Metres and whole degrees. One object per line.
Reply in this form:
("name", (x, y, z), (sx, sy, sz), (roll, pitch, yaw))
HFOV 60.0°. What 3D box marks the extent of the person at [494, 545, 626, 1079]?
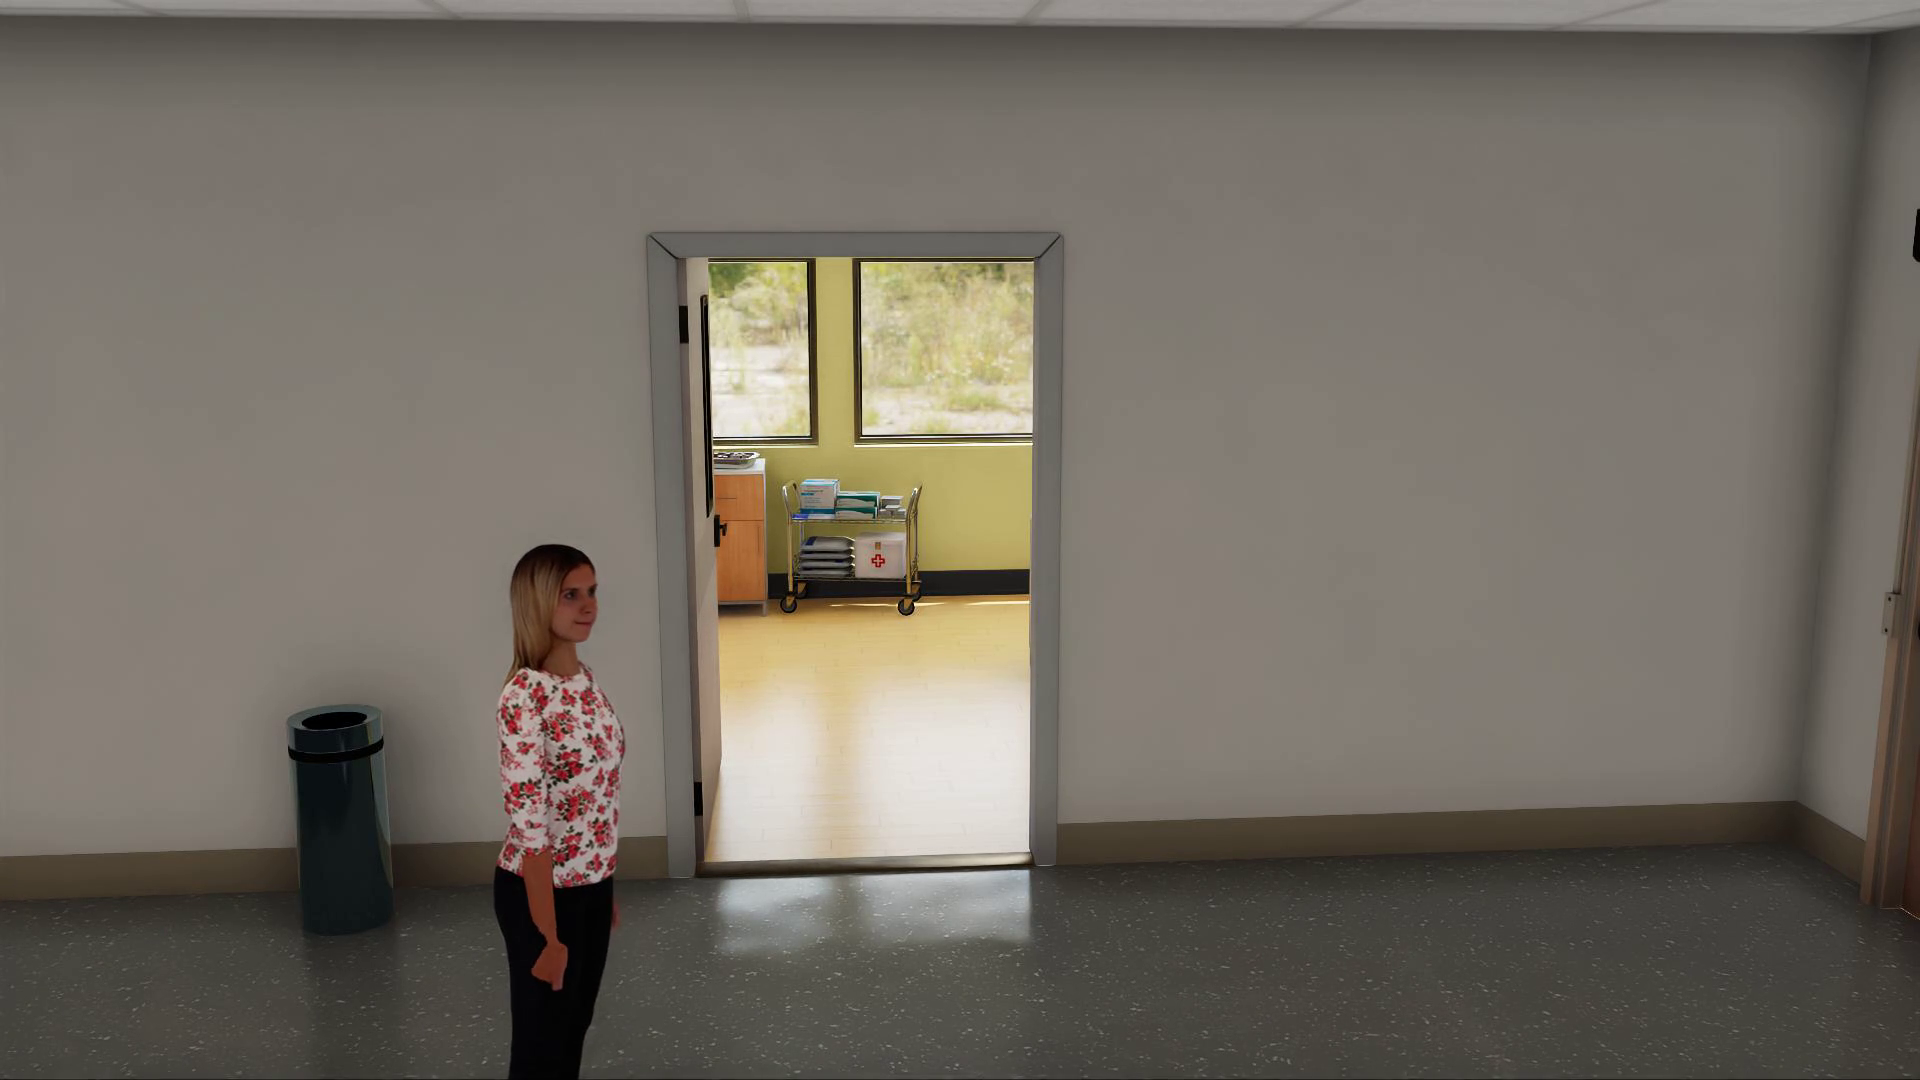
("person", (-0.932, 0.811, 3.848), (0.578, 1.632, 0.613), (1, 11, 7))
